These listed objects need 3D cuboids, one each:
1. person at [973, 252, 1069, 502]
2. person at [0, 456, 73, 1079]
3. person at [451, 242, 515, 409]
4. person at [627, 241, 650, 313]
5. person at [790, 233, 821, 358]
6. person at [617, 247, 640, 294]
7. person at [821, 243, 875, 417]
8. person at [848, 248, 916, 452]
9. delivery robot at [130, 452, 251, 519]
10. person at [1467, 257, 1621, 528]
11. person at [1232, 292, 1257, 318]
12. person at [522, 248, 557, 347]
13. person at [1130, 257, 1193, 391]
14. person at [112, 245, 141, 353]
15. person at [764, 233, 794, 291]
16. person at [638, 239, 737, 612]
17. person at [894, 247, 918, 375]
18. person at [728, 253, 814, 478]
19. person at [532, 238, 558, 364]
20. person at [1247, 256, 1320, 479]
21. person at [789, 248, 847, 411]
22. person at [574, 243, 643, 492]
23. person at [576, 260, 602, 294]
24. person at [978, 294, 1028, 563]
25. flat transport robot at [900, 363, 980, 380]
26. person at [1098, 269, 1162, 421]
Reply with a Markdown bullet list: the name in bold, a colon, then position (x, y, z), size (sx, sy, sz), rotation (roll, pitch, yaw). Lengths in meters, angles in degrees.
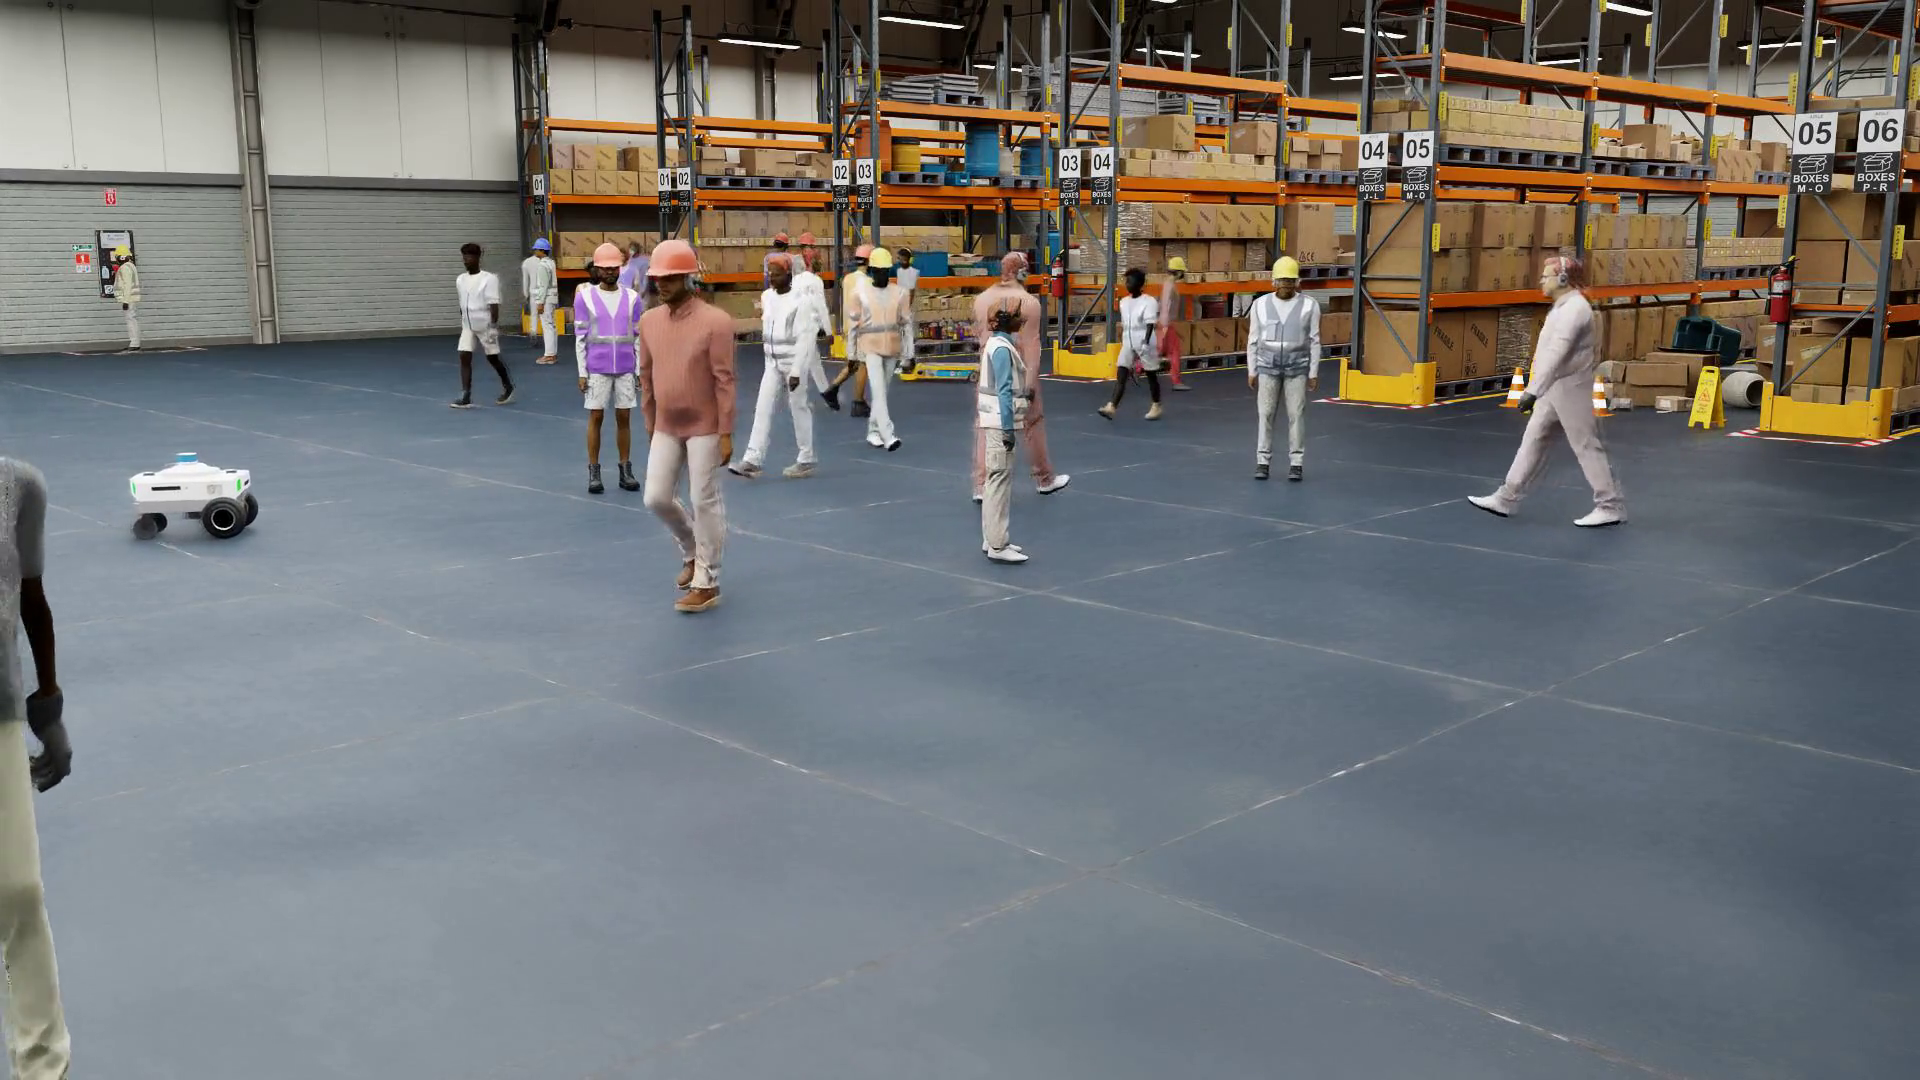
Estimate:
- **person**: position (0.450, -1.241, 12.678), size (0.647, 1.870, 0.925), rotation (8, 13, 37)
- **person**: position (-2.300, 0.417, 3.767), size (0.537, 1.824, 0.954), rotation (-8, 13, -38)
- **person**: position (-5.623, -2.538, 19.585), size (0.619, 1.930, 0.959), rotation (4, 11, 22)
- **person**: position (-6.090, -4.667, 31.325), size (0.631, 1.888, 1.010), rotation (5, 12, 26)
- **person**: position (-2.476, -3.953, 26.985), size (0.396, 2.038, 0.614), rotation (10, 14, 43)
- **person**: position (-5.502, -3.923, 27.423), size (0.604, 1.813, 0.673), rotation (4, 11, 22)
- **person**: position (-1.152, -2.318, 18.415), size (0.588, 1.912, 0.561), rotation (-6, 12, -29)
- **person**: position (-0.709, -1.773, 15.538), size (0.609, 1.870, 0.974), rotation (-5, 11, -24)
- **delivery robot**: position (-5.195, -0.348, 11.240), size (0.707, 0.478, 0.477), rotation (-2, 11, -12)
- **person**: position (4.128, -1.021, 11.523), size (1.023, 1.849, 0.646), rotation (2, 11, 10)
- **person**: position (5.304, -4.599, 31.048), size (0.429, 1.843, 0.633), rotation (-9, 14, -41)
- **person**: position (-7.552, -4.419, 29.899), size (0.636, 1.913, 0.919), rotation (0, 10, 0)
- **person**: position (2.613, -2.803, 21.578), size (0.784, 1.728, 0.555), rotation (2, 11, 8)
- **person**: position (-14.264, -4.126, 28.483), size (0.404, 1.837, 0.586), rotation (-3, 11, -18)
- **person**: position (-3.127, -4.364, 29.220), size (0.616, 2.041, 0.379), rotation (2, 11, 13)
- **person**: position (-1.452, -0.609, 8.928), size (0.628, 1.981, 0.504), rotation (5, 11, 24)
- **person**: position (-0.837, -3.312, 24.055), size (0.436, 1.839, 0.566), rotation (-9, 14, -41)
- **person**: position (-1.510, -1.401, 13.593), size (0.595, 1.844, 0.940), rotation (8, 13, 39)
- **person**: position (-6.500, -3.747, 26.105), size (0.381, 1.951, 0.605), rotation (0, 10, -2)
- **person**: position (2.663, -1.416, 13.729), size (0.593, 1.829, 0.403), rotation (3, 11, 15)
- **person**: position (-1.633, -2.419, 19.142), size (0.872, 1.844, 0.595), rotation (-7, 12, -32)
- **person**: position (-2.742, -1.356, 13.101), size (0.547, 1.938, 0.377), rotation (-5, 11, -24)
- **person**: position (-4.858, -2.904, 22.238), size (0.536, 1.673, 0.755), rotation (-1, 10, -6)
- **person**: position (0.264, -0.692, 10.298), size (0.306, 1.640, 0.523), rotation (-1, 10, -4)
- **flat transport robot**: position (-0.081, -2.350, 23.187), size (1.431, 0.197, 0.652), rotation (1, 11, 8)
- **person**: position (1.896, -2.108, 18.010), size (0.535, 1.633, 0.914), rotation (9, 14, 42)
